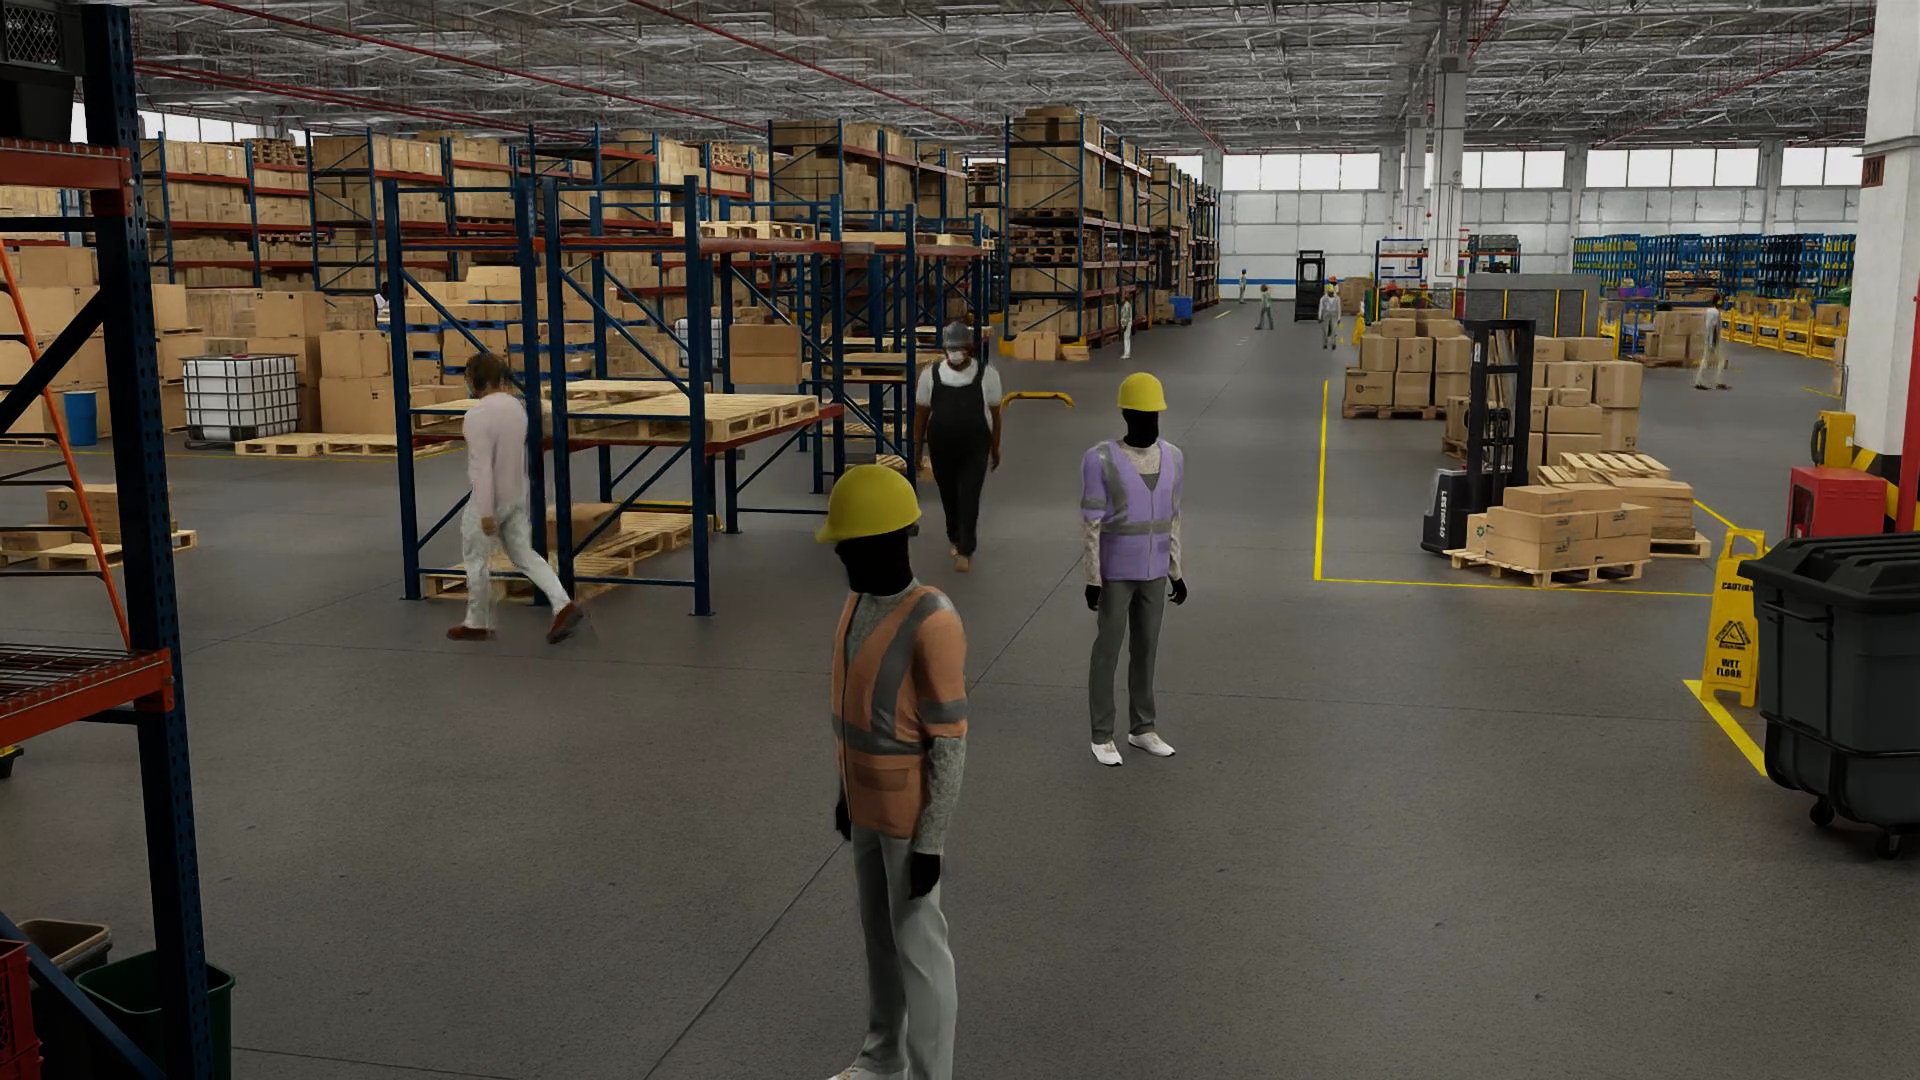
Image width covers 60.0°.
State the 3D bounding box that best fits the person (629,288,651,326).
[{"bbox_3d":[-6.188,-3.865,31.917,0.498,1.927,0.653,9,13,42],"label":"person"}]

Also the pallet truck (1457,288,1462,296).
[{"bbox_3d":[20.506,-9.785,68.819,0.653,1.274,1.630,2,10,12],"label":"pallet truck"}]

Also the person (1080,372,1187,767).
[{"bbox_3d":[0.866,0.138,8.201,0.585,1.929,0.370,-5,11,-28],"label":"person"}]

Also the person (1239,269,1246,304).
[{"bbox_3d":[15.639,-13.996,91.851,0.409,1.943,0.615,-2,10,-10],"label":"person"}]

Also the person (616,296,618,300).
[{"bbox_3d":[-8.520,-5.261,41.055,0.521,1.631,0.323,0,10,3],"label":"person"}]

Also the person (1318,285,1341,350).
[{"bbox_3d":[10.119,-6.092,45.533,0.618,1.784,0.950,1,10,5],"label":"person"}]

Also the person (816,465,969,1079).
[{"bbox_3d":[-0.202,0.740,4.666,0.381,1.919,0.584,-5,11,-29],"label":"person"}]

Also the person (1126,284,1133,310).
[{"bbox_3d":[6.044,-8.426,59.910,0.838,1.594,0.511,3,10,17],"label":"person"}]

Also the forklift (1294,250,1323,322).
[{"bbox_3d":[13.778,-10.002,65.433,1.129,2.768,1.873,2,10,12],"label":"forklift"}]

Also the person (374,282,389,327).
[{"bbox_3d":[-14.494,-5.566,42.047,0.587,1.911,0.397,-5,11,-27],"label":"person"}]

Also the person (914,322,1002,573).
[{"bbox_3d":[-0.019,-0.812,13.497,0.694,2.000,1.024,2,10,9],"label":"person"}]

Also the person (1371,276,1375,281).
[{"bbox_3d":[18.520,-10.997,74.742,0.905,1.724,0.533,4,10,20],"label":"person"}]

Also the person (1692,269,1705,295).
[{"bbox_3d":[35.452,-11.987,79.804,0.622,1.994,0.381,0,10,-3],"label":"person"}]

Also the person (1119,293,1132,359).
[{"bbox_3d":[4.140,-5.329,41.429,0.307,1.641,0.514,1,10,4],"label":"person"}]

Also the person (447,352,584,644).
[{"bbox_3d":[-2.879,-0.254,10.641,0.932,1.906,0.625,3,10,19],"label":"person"}]

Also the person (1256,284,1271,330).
[{"bbox_3d":[10.680,-8.157,58.247,0.360,1.629,0.510,8,12,38],"label":"person"}]

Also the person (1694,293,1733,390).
[{"bbox_3d":[14.314,-3.739,31.437,0.805,1.842,0.534,0,10,-1],"label":"person"}]

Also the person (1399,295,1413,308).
[{"bbox_3d":[9.480,-4.347,35.373,0.904,1.714,0.540,3,10,18],"label":"person"}]

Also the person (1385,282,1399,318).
[{"bbox_3d":[10.068,-5.044,38.870,0.378,1.935,0.549,4,11,24],"label":"person"}]

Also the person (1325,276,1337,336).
[{"bbox_3d":[11.989,-7.552,53.708,0.374,1.939,0.545,7,12,34],"label":"person"}]

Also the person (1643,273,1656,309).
[{"bbox_3d":[33.935,-12.229,81.817,0.907,1.791,0.623,3,10,17],"label":"person"}]

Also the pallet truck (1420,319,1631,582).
[{"bbox_3d":[4.543,-0.757,13.299,0.823,1.965,1.885,-4,10,-22],"label":"pallet truck"}]

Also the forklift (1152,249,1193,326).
[{"bbox_3d":[7.646,-9.320,61.395,1.873,2.768,1.129,2,10,11],"label":"forklift"}]
